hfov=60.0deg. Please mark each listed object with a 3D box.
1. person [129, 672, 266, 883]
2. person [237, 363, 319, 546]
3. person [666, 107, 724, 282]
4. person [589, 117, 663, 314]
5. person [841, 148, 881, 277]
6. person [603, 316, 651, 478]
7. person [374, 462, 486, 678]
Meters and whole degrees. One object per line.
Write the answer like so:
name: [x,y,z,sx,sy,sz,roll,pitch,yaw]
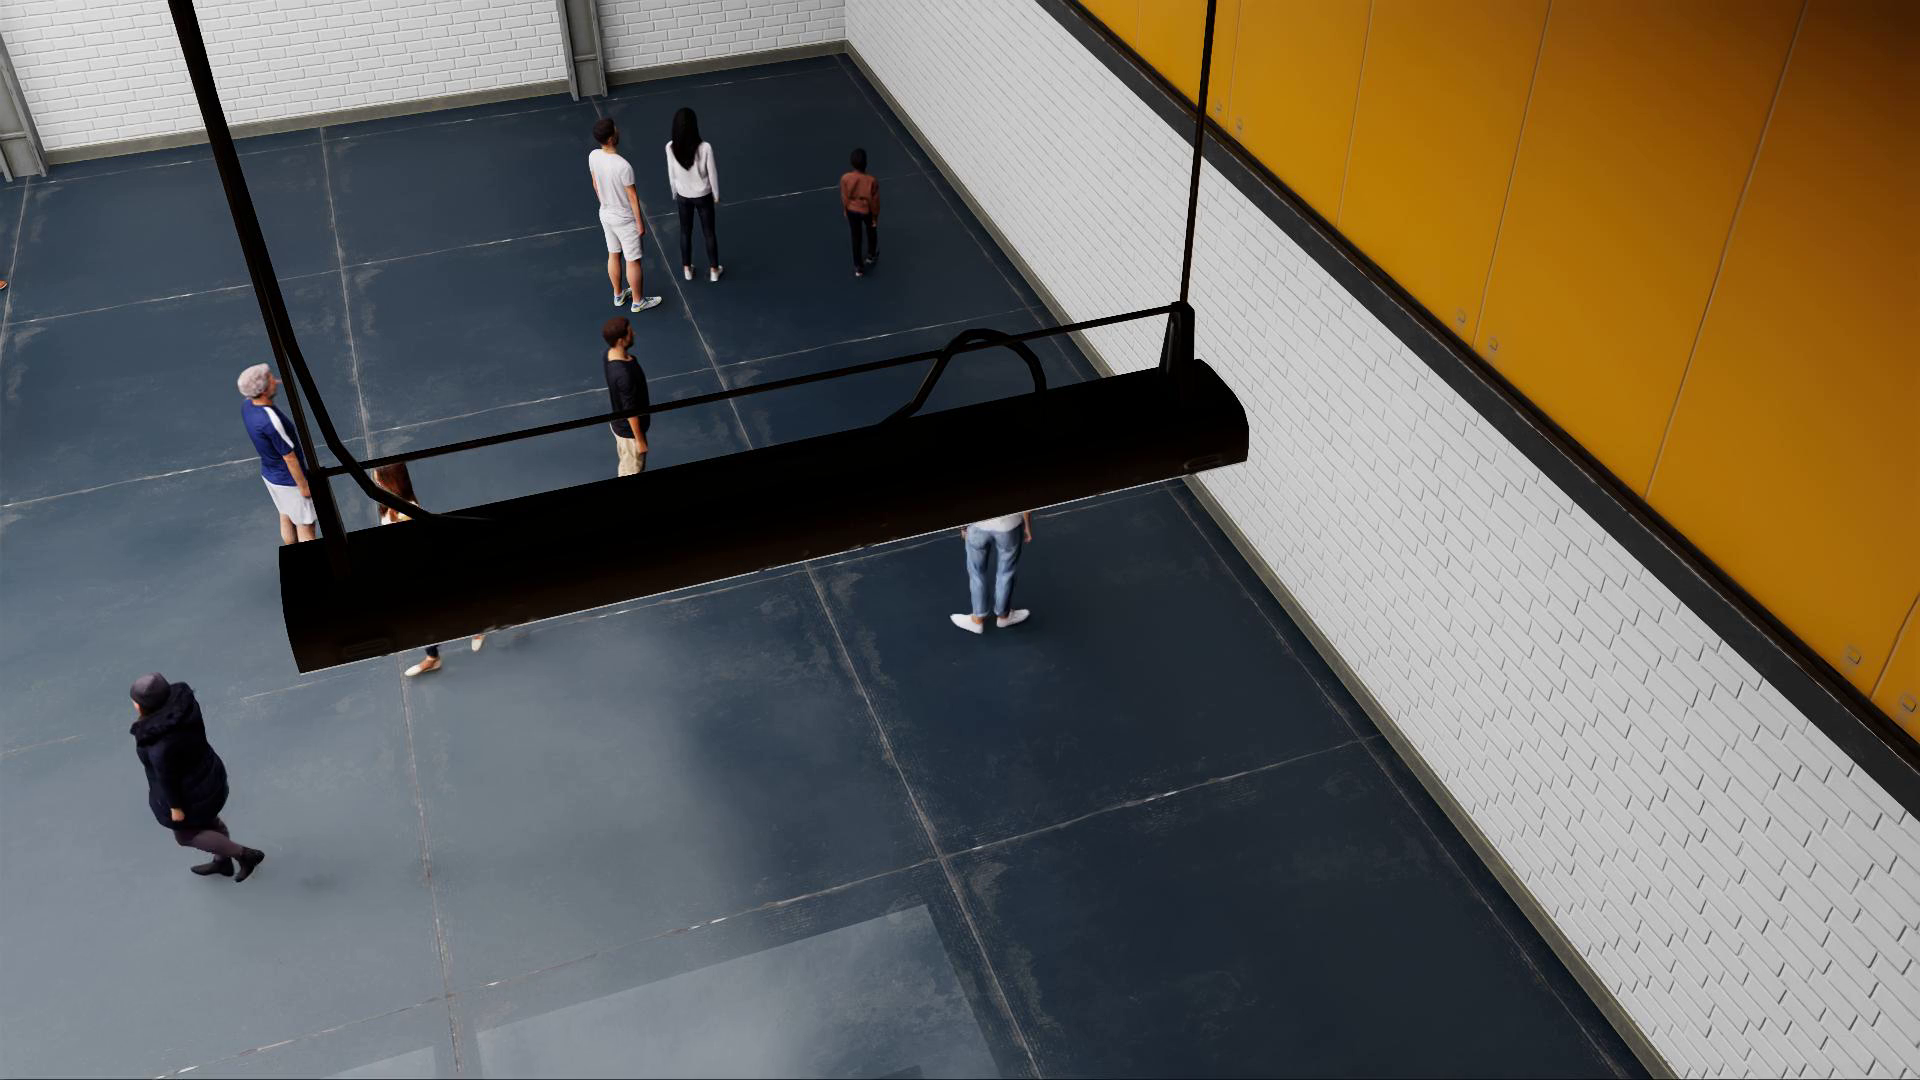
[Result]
person: [-4.442,1.418,9.741,0.846,1.670,0.778,-3,39,-3]
person: [-4.857,-0.470,11.971,0.718,1.838,0.708,31,48,33]
person: [-2.487,-3.225,15.533,0.631,1.698,0.752,4,39,5]
person: [-3.085,-2.939,15.048,0.767,1.856,0.776,25,45,28]
person: [-0.953,-3.076,15.712,0.717,1.241,0.737,3,39,4]
person: [-2.478,-0.844,12.428,0.555,1.851,0.639,-15,41,-17]
person: [-3.585,0.185,11.205,0.915,1.772,0.730,-23,44,-26]
